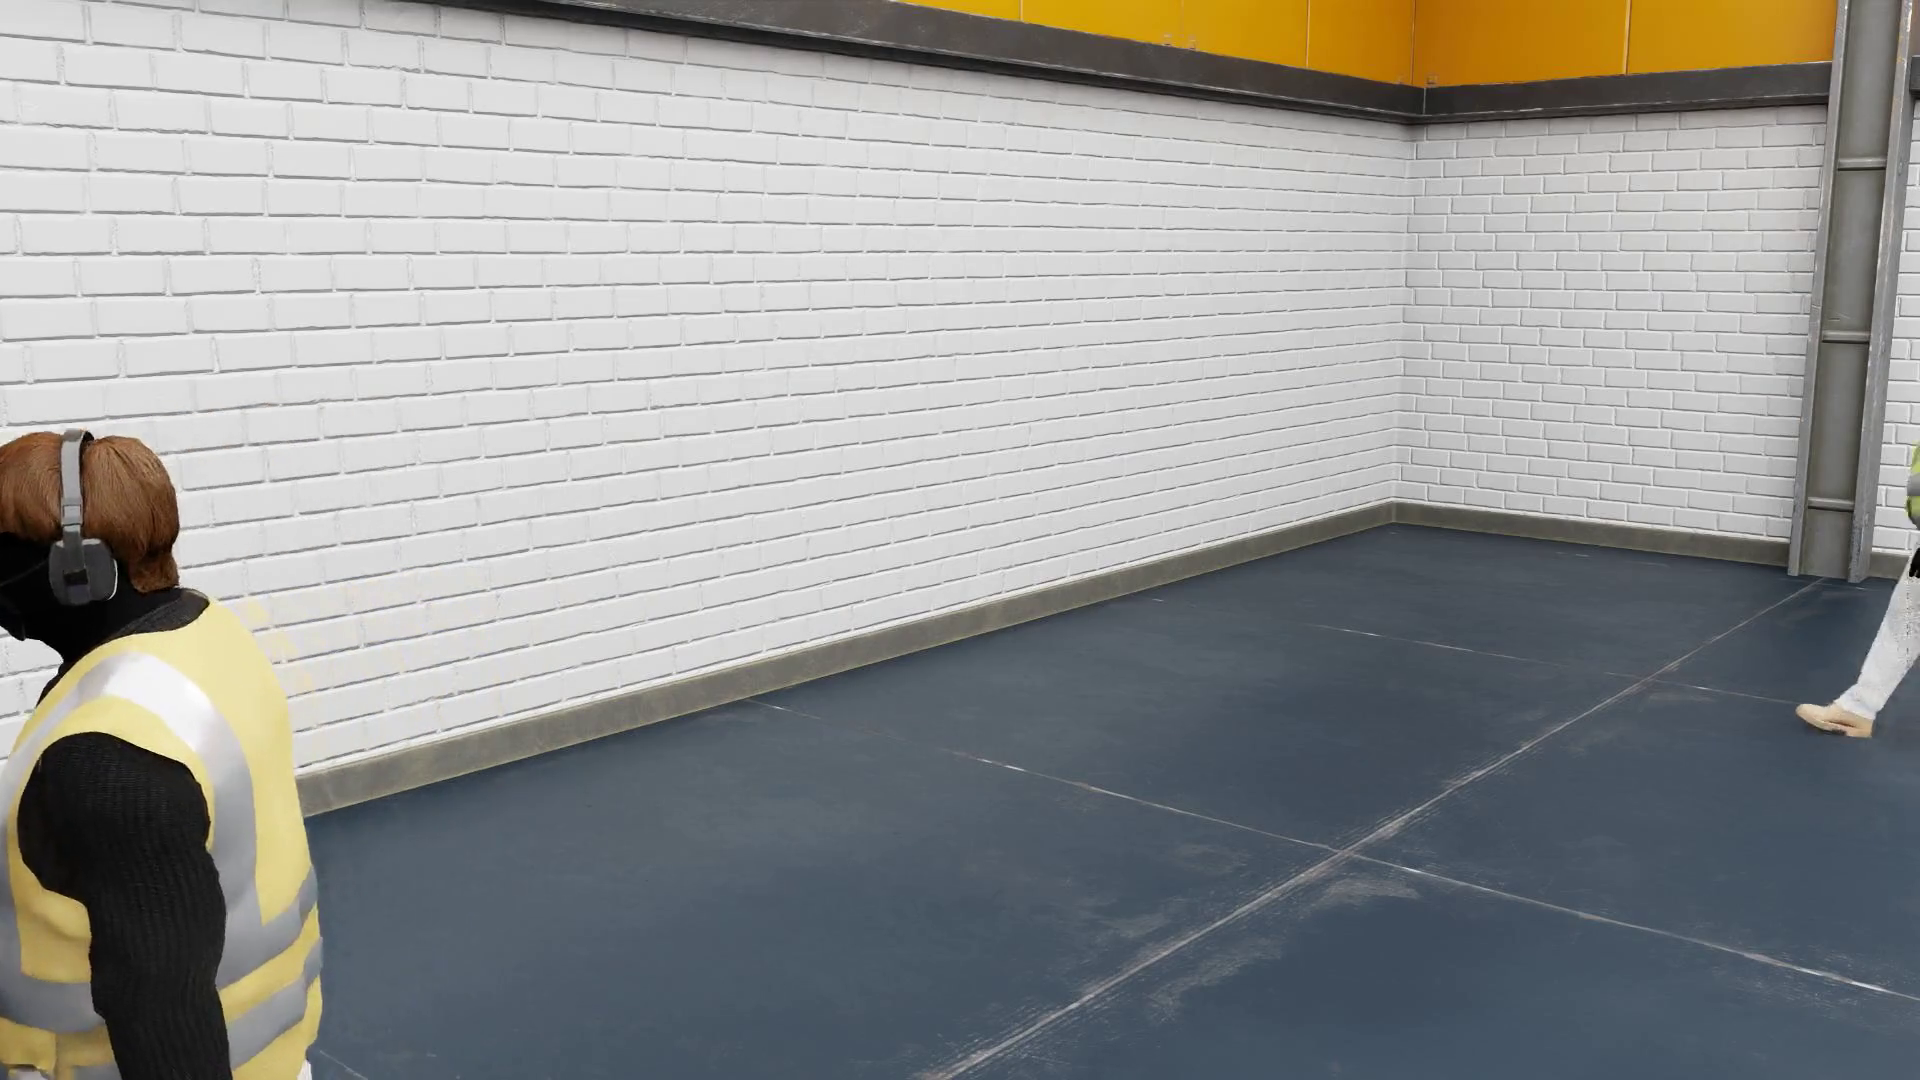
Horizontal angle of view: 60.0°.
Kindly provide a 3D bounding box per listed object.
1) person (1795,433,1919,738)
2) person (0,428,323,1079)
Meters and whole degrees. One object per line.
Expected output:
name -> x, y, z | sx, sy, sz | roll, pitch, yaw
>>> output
person -> 3.969, -0.018, 6.599 | 0.960, 1.798, 0.634 | 4, 11, 21
person -> -1.157, 0.737, 2.312 | 0.975, 1.792, 0.628 | -2, 10, -10
